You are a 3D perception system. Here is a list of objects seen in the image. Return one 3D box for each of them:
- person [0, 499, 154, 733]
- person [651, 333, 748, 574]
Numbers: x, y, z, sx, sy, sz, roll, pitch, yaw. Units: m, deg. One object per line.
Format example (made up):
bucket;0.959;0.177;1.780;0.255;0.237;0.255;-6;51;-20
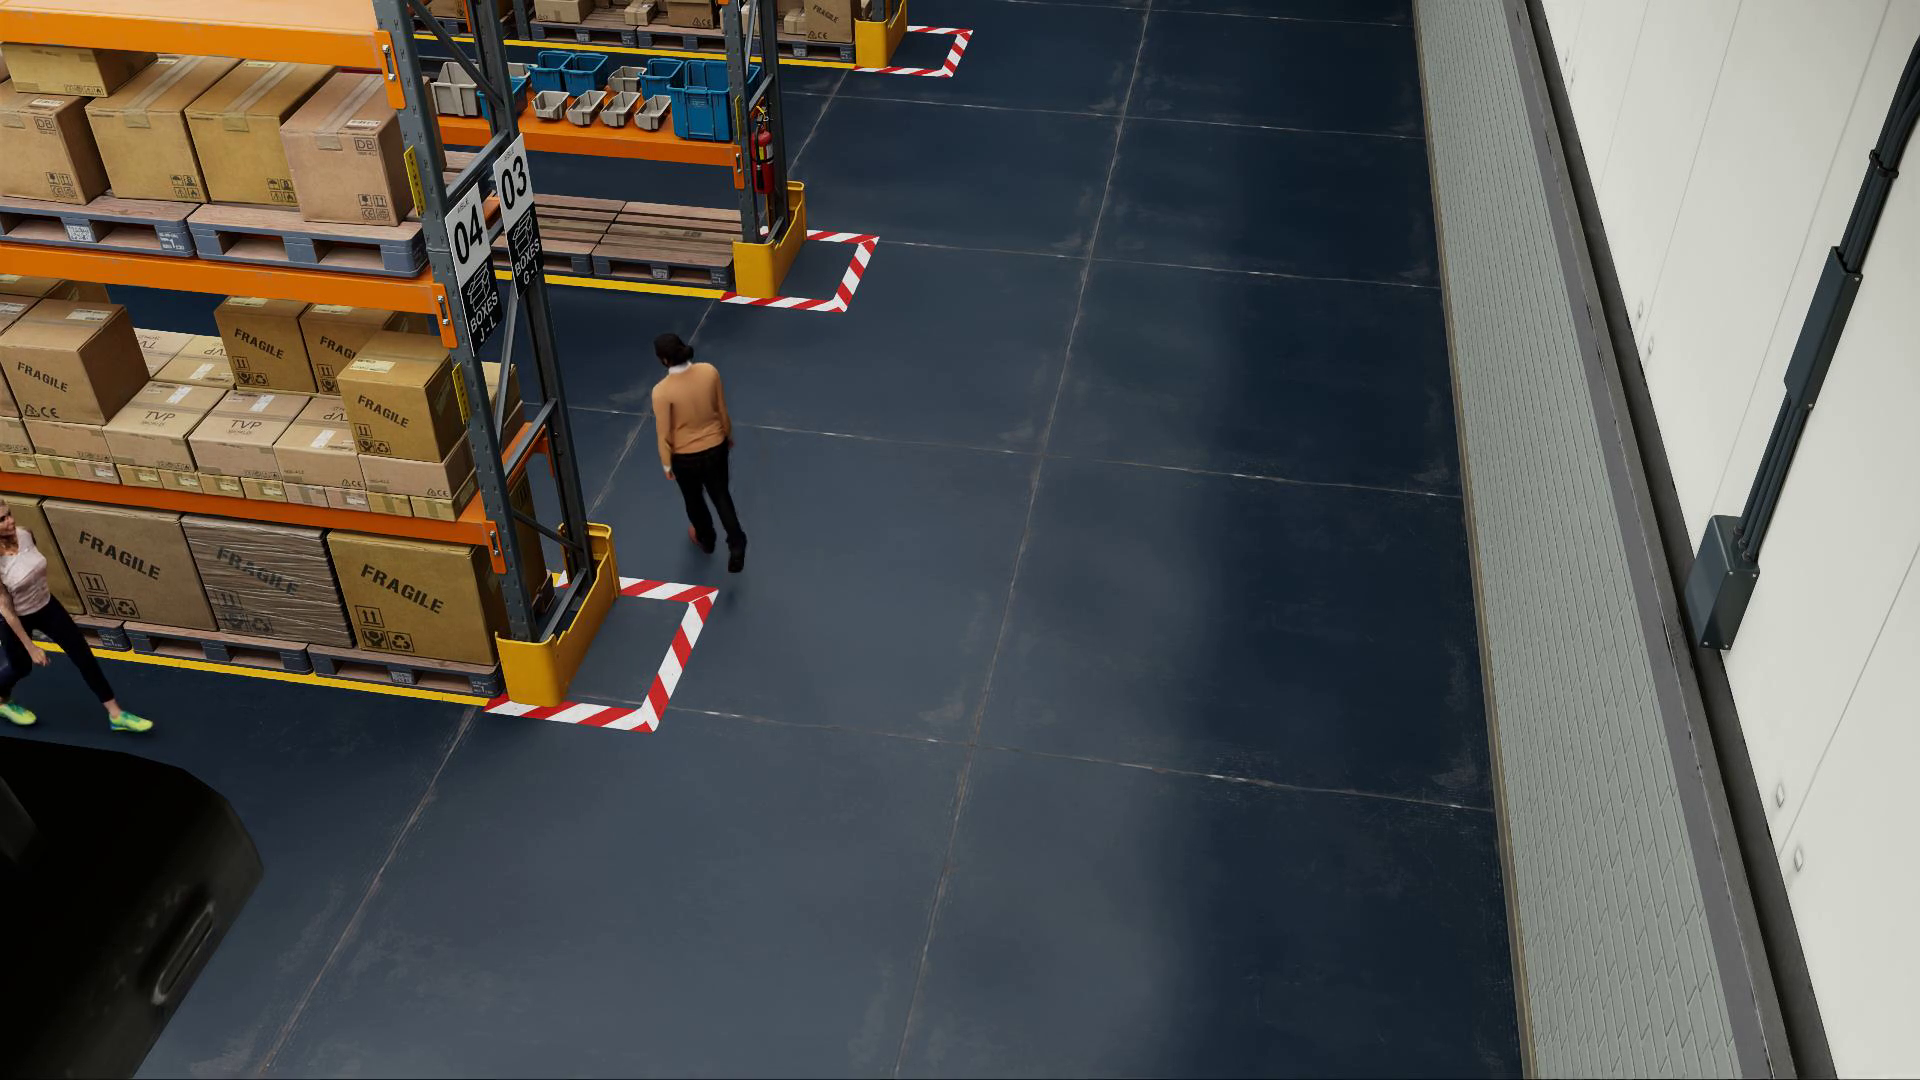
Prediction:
person;-5.295;0.468;9.329;1.186;1.660;0.622;7;39;9
person;-1.623;-0.511;10.533;1.043;1.718;1.109;-22;43;-25
